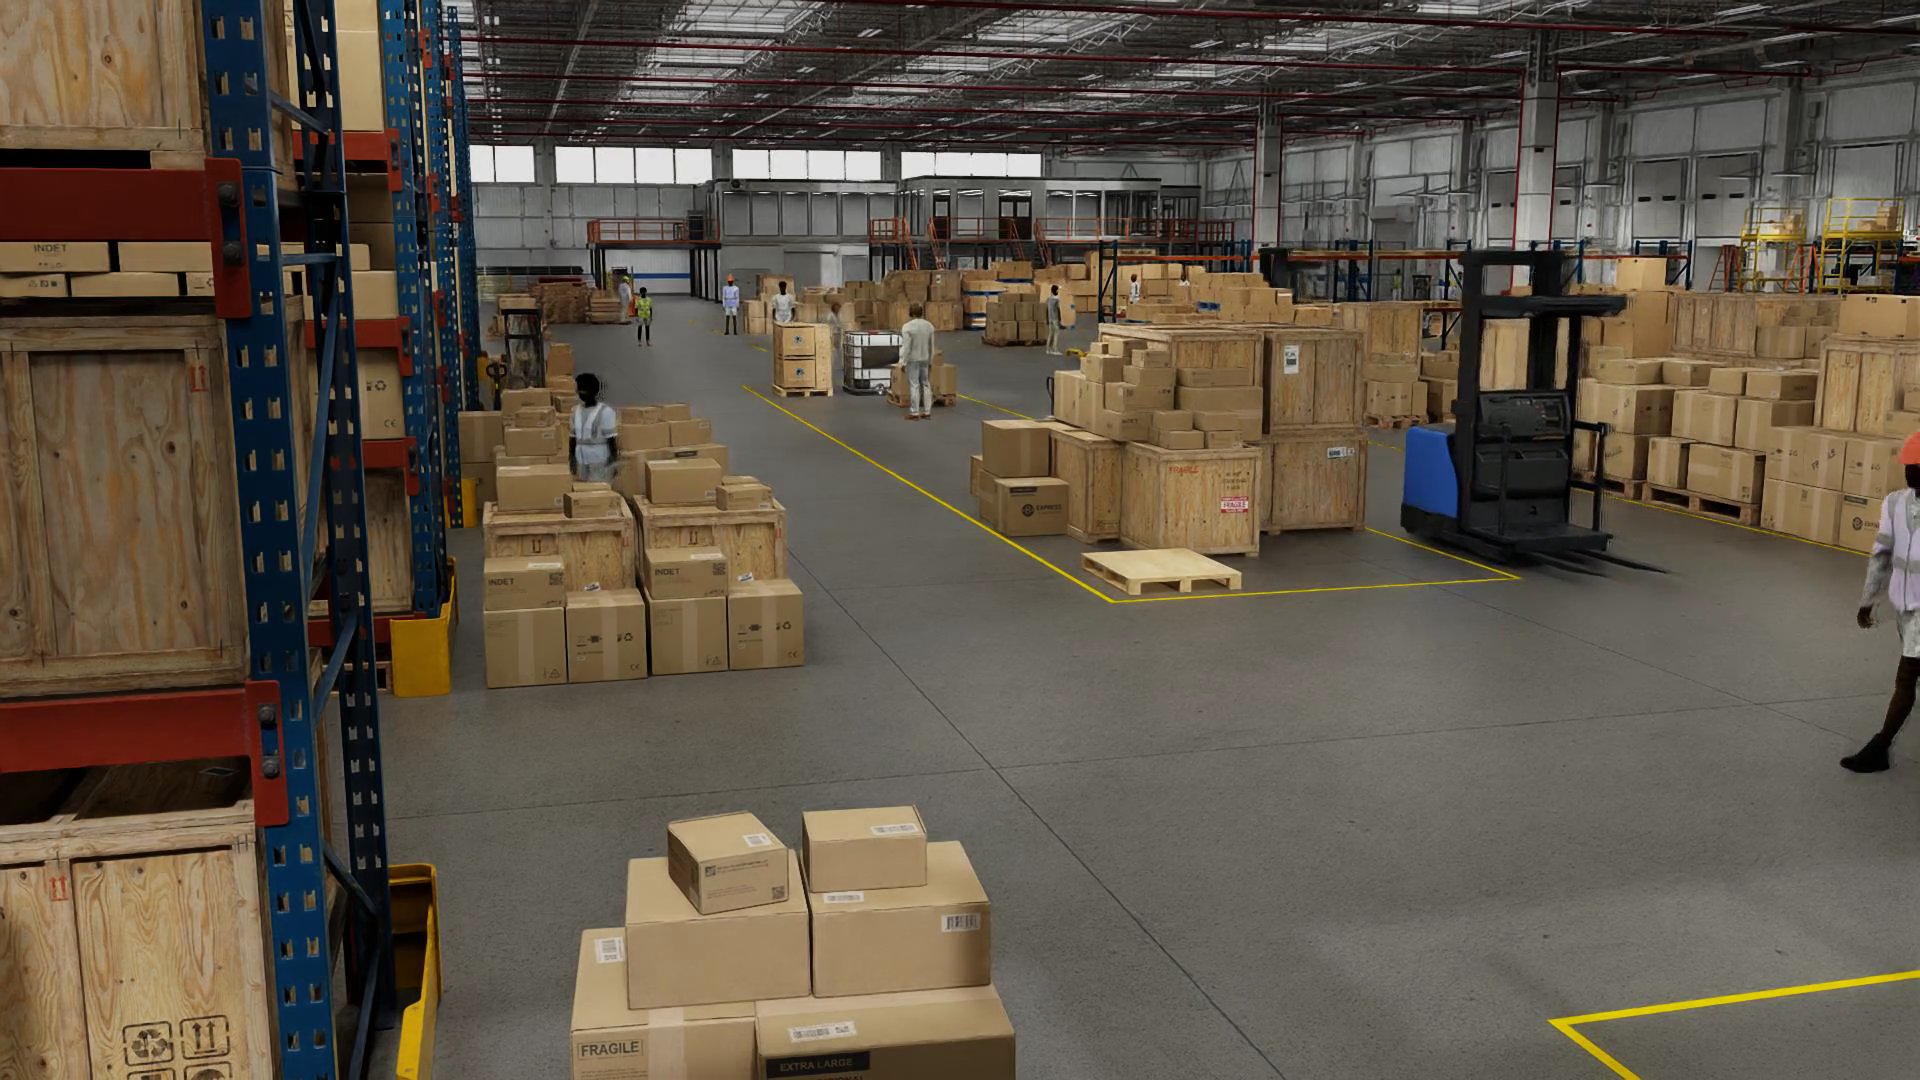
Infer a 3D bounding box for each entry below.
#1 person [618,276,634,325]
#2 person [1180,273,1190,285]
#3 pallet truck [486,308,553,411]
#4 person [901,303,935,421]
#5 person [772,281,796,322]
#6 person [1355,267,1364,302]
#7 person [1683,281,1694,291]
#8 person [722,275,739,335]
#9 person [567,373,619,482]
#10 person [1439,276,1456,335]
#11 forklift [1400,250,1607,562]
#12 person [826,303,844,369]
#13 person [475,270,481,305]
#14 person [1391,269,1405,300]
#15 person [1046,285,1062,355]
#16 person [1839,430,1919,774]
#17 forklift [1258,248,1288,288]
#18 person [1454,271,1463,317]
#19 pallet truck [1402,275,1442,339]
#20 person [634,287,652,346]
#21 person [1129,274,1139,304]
[{"bbox_3d":[-12.190,-8.757,60.854,0.755,1.777,0.690,-10,14,-44],"label":"person"},{"bbox_3d":[8.409,-9.065,62.365,0.353,1.877,0.573,-5,11,-28],"label":"person"},{"bbox_3d":[-6.242,-2.418,24.362,0.823,1.965,1.885,1,10,3],"label":"pallet truck"},{"bbox_3d":[-0.702,-2.930,27.439,0.630,1.936,0.369,-8,13,-37],"label":"person"},{"bbox_3d":[-4.701,-5.950,44.520,0.630,1.938,0.780,-1,10,-7],"label":"person"},{"bbox_3d":[19.227,-12.281,80.578,0.591,1.878,0.992,-6,12,-32],"label":"person"},{"bbox_3d":[20.350,-6.321,46.666,0.655,1.926,0.435,-3,10,-17],"label":"person"},{"bbox_3d":[-7.440,-7.619,53.984,0.545,1.938,0.362,0,10,-1],"label":"person"},{"bbox_3d":[-3.509,-0.735,15.714,0.559,1.677,0.487,7,12,33],"label":"person"},{"bbox_3d":[15.839,-7.634,54.123,0.584,1.922,0.391,9,13,40],"label":"person"},{"bbox_3d":[5.142,-1.339,15.757,1.129,2.768,1.873,-3,10,-15],"label":"forklift"},{"bbox_3d":[-2.853,-4.617,37.978,0.535,1.590,0.878,-10,14,-43],"label":"person"},{"bbox_3d":[-23.525,-12.267,80.851,0.289,1.746,0.487,1,10,8],"label":"person"},{"bbox_3d":[20.377,-11.713,77.442,0.619,1.845,0.430,5,11,25],"label":"person"},{"bbox_3d":[2.489,-5.831,44.097,0.316,1.859,0.526,-9,13,-41],"label":"person"},{"bbox_3d":[5.324,0.323,9.195,1.005,1.887,0.564,-3,11,-19],"label":"person"},{"bbox_3d":[7.146,-5.312,38.250,1.873,2.768,1.129,-3,10,-15],"label":"forklift"},{"bbox_3d":[20.511,-10.090,68.220,0.536,1.850,0.588,2,10,11],"label":"person"},{"bbox_3d":[14.620,-7.324,52.145,0.823,1.965,1.885,8,13,40],"label":"pallet truck"},{"bbox_3d":[-9.148,-6.462,48.118,0.535,1.697,0.318,-5,11,-28],"label":"person"},{"bbox_3d":[6.265,-8.630,59.863,0.355,1.884,0.575,4,11,21],"label":"person"}]
